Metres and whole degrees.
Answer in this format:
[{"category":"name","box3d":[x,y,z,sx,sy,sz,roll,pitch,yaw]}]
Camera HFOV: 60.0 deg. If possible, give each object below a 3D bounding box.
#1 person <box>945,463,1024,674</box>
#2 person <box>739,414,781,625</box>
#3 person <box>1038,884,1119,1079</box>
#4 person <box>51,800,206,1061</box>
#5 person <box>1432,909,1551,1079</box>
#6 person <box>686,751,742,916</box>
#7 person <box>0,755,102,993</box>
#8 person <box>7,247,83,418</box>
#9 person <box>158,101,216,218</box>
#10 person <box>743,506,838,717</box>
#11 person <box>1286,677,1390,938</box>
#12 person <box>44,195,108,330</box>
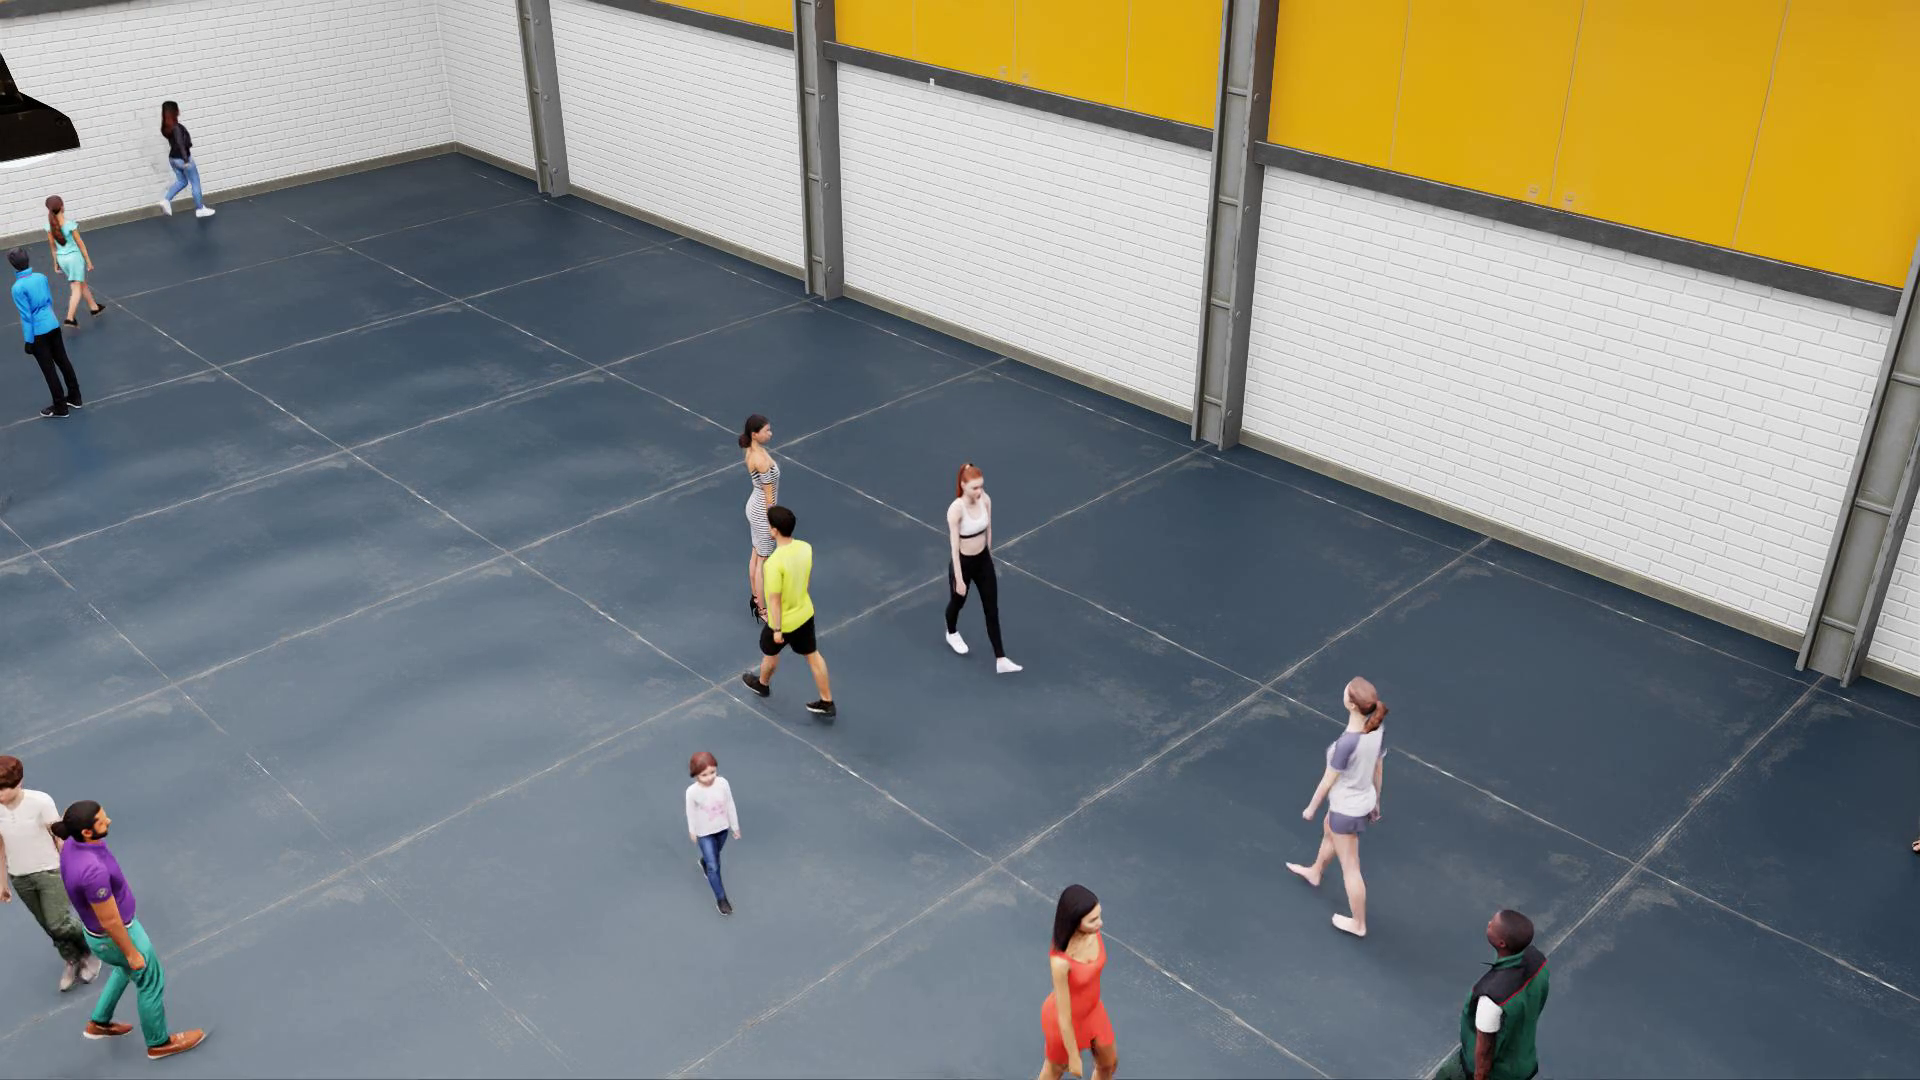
[{"category":"person","box3d":[0.010,0.184,12.823,0.715,1.704,1.144,-20,35,-33]},{"category":"person","box3d":[-1.593,-0.165,13.338,0.736,1.822,0.614,-9,30,-15]},{"category":"person","box3d":[0.510,2.461,8.649,0.846,1.702,0.733,16,32,26]},{"category":"person","box3d":[-4.666,2.166,9.144,0.803,1.747,0.762,-24,37,-37]},{"category":"person","box3d":[2.720,2.640,8.224,0.768,1.795,1.151,-22,36,-35]},{"category":"person","box3d":[-1.592,1.782,10.540,0.557,1.084,0.820,-17,33,-28]},{"category":"person","box3d":[-5.353,1.899,9.742,0.705,1.644,0.765,0,29,0]},{"category":"person","box3d":[-9.346,-2.131,16.965,0.721,1.800,0.701,6,29,10]},{"category":"person","box3d":[-10.719,-5.176,22.739,0.855,1.617,0.723,24,37,37]},{"category":"person","box3d":[-1.177,0.565,12.164,1.129,1.666,0.712,21,35,33]},{"category":"person","box3d":[2.441,1.659,10.078,0.914,1.743,0.551,25,37,38]},{"category":"person","box3d":[-10.266,-3.174,19.165,1.058,1.525,1.032,4,29,7]}]
